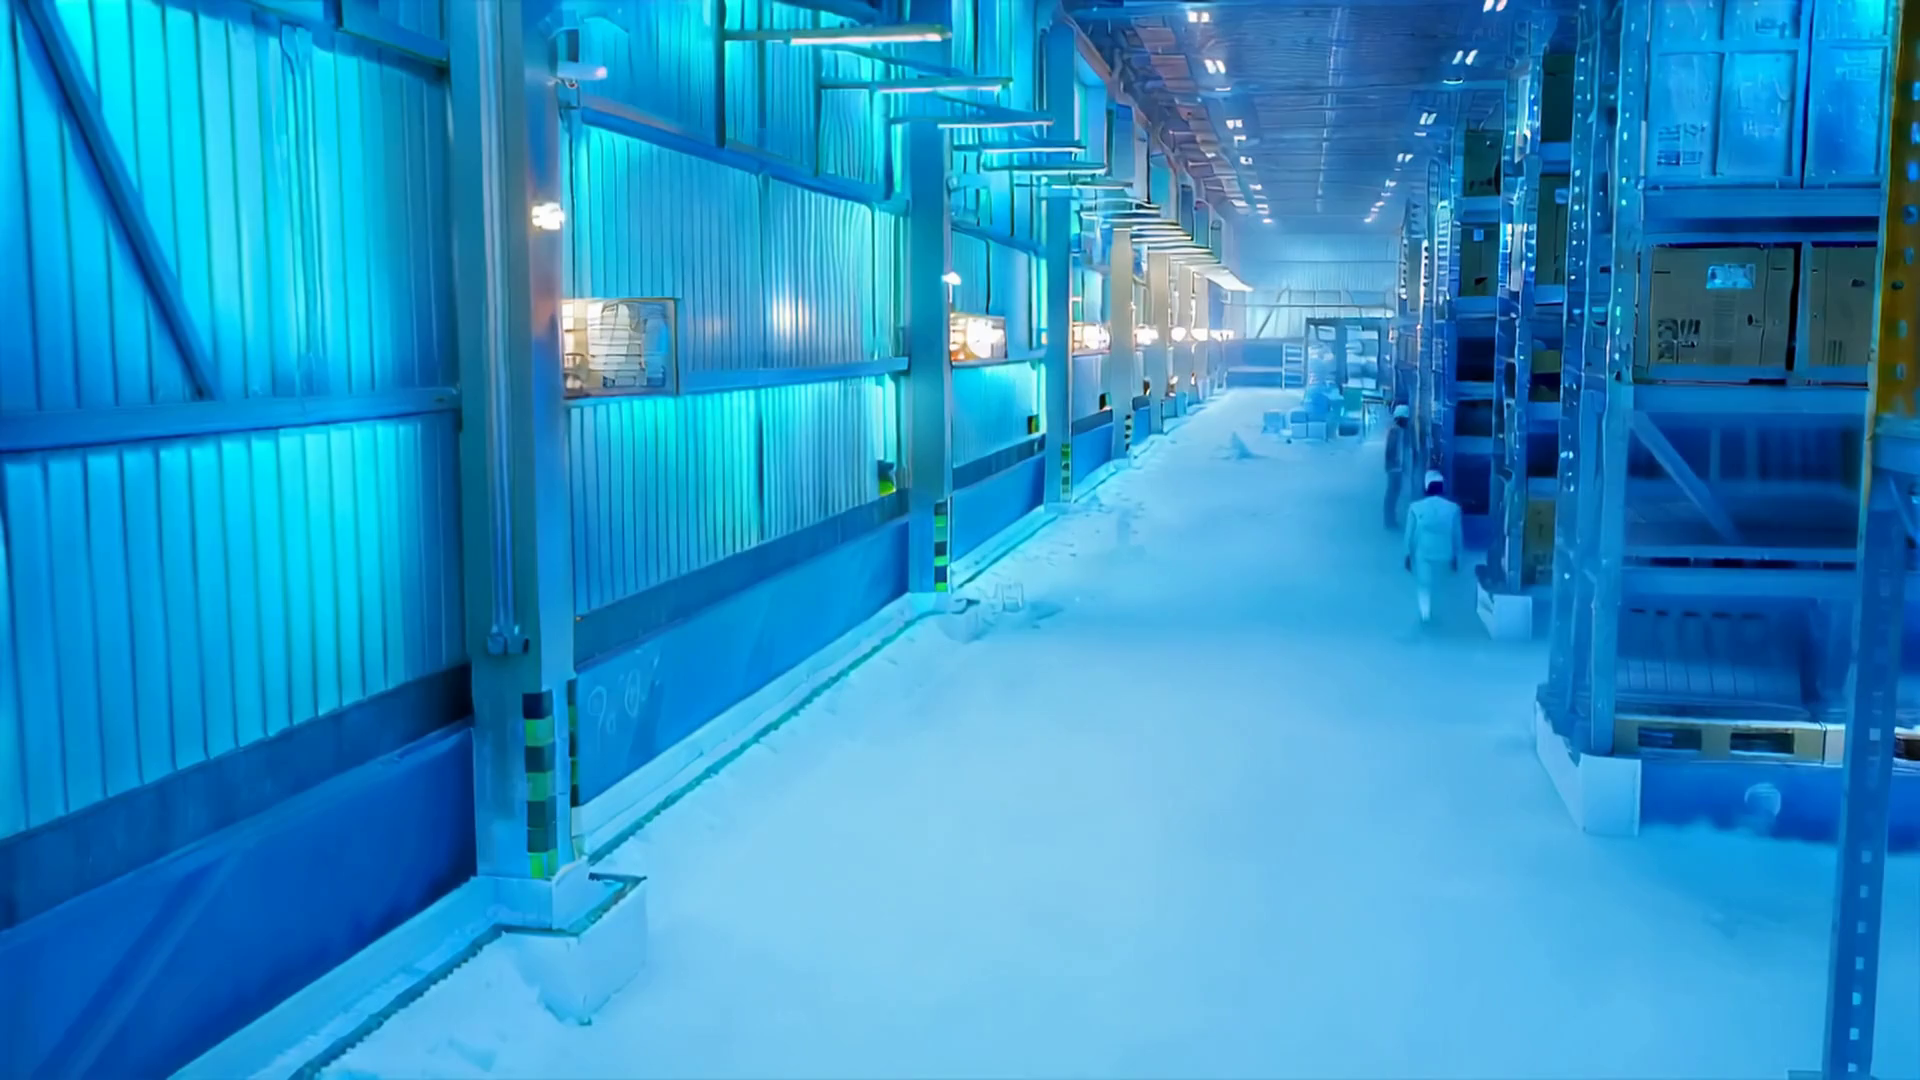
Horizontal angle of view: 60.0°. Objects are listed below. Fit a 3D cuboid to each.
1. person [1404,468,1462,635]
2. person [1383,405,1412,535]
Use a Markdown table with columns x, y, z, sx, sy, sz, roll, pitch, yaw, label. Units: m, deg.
| x | y | z | sx | sy | sz | roll | pitch | yaw | label |
| --- | --- | --- | --- | --- | --- | --- | --- | --- | --- |
| 4.825 | 0.130 | 16.943 | 0.571 | 1.727 | 0.686 | 1 | 7 | 8 | person |
| 6.727 | -1.083 | 25.581 | 0.399 | 1.989 | 0.623 | 1 | 7 | 7 | person |
